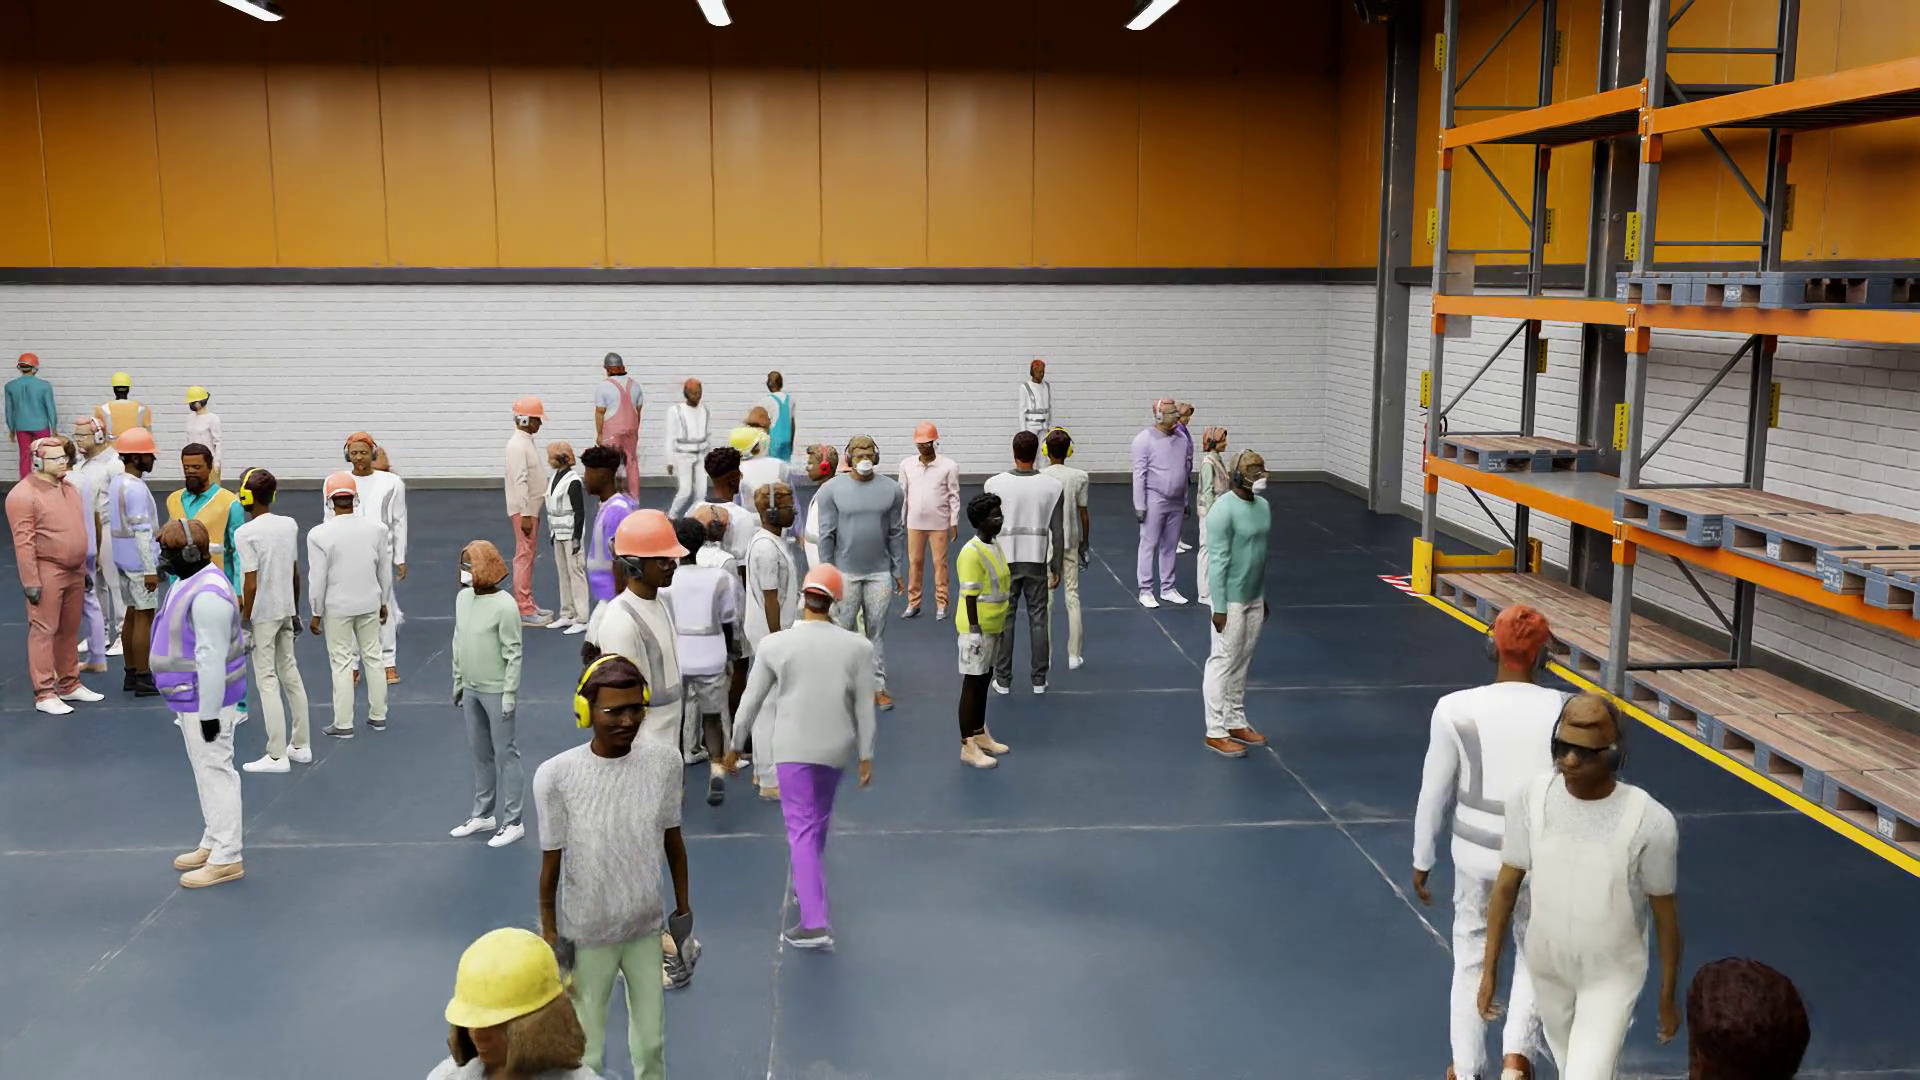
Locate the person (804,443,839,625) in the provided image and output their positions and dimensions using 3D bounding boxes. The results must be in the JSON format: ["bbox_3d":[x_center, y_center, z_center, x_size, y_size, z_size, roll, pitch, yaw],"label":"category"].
[{"bbox_3d":[-0.923,0.235,11.790,0.381,1.845,0.570,-2,9,-11],"label":"person"}]

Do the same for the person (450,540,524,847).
[{"bbox_3d":[-2.524,0.808,8.860,0.500,1.633,0.284,7,11,35],"label":"person"}]

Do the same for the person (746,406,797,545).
[{"bbox_3d":[-2.240,-0.690,18.409,0.503,1.588,0.858,8,12,43],"label":"person"}]

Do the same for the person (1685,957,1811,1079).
[{"bbox_3d":[1.346,1.642,2.923,0.612,1.868,1.006,1,9,4],"label":"person"}]

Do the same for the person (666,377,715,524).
[{"bbox_3d":[-3.116,-0.940,19.107,0.615,1.867,0.501,-9,12,-43],"label":"person"}]

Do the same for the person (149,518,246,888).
[{"bbox_3d":[-3.801,0.796,8.318,0.429,1.835,0.624,-6,11,-32],"label":"person"}]

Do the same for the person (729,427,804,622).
[{"bbox_3d":[-1.594,-0.055,13.823,0.729,1.782,0.441,-5,10,-27],"label":"person"}]

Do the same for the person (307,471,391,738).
[{"bbox_3d":[-4.018,0.420,10.935,0.331,1.745,0.572,8,12,40],"label":"person"}]

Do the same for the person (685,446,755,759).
[{"bbox_3d":[-1.464,0.389,10.447,0.602,1.967,0.366,8,12,41],"label":"person"}]

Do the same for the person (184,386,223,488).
[{"bbox_3d":[-8.725,-0.896,19.174,0.523,1.760,0.327,4,10,24],"label":"person"}]

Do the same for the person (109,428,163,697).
[{"bbox_3d":[-5.898,0.156,12.003,0.372,1.935,0.551,-8,12,-41],"label":"person"}]

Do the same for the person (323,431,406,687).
[{"bbox_3d":[-4.380,0.141,12.268,0.573,1.883,0.356,-3,10,-19],"label":"person"}]

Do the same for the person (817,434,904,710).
[{"bbox_3d":[-0.677,0.230,11.532,0.628,1.940,0.373,-3,10,-20],"label":"person"}]

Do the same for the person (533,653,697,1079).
[{"bbox_3d":[-1.084,1.266,5.283,0.510,1.863,0.326,-6,11,-32],"label":"person"}]

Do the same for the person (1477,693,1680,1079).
[{"bbox_3d":[1.878,1.335,5.082,0.535,1.786,0.975,8,12,43],"label":"person"}]

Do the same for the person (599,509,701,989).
[{"bbox_3d":[-1.323,0.879,7.132,0.378,2.044,0.608,0,9,2],"label":"person"}]

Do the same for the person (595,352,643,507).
[{"bbox_3d":[-4.500,-1.449,21.756,0.535,2.000,0.683,9,12,43],"label":"person"}]

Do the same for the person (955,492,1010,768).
[{"bbox_3d":[0.147,0.545,10.312,0.320,1.698,0.531,3,10,18],"label":"person"}]

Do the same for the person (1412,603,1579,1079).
[{"bbox_3d":[1.944,1.151,5.953,0.661,1.874,0.461,2,9,14],"label":"person"}]

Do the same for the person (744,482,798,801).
[{"bbox_3d":[-1.073,0.579,9.634,0.344,1.847,0.504,-2,9,-11],"label":"person"}]

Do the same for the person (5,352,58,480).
[{"bbox_3d":[-12.437,-1.517,22.326,0.622,1.992,0.396,-2,9,-10],"label":"person"}]

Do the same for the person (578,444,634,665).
[{"bbox_3d":[-2.244,0.351,10.737,0.494,1.943,0.642,-2,9,-12],"label":"person"}]

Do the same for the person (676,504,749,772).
[{"bbox_3d":[-1.533,0.597,10.174,0.522,1.636,0.311,7,12,38],"label":"person"}]

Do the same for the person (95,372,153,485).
[{"bbox_3d":[-9.590,-0.963,19.111,0.587,1.918,0.399,-6,11,-35],"label":"person"}]

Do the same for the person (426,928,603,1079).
[{"bbox_3d":[-0.905,1.616,3.578,0.490,1.705,0.894,4,10,24],"label":"person"}]

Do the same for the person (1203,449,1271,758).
[{"bbox_3d":[1.774,0.385,10.560,0.376,1.940,0.629,7,11,38],"label":"person"}]

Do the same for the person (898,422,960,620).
[{"bbox_3d":[-0.287,-0.166,14.596,0.575,1.749,0.335,2,9,14],"label":"person"}]

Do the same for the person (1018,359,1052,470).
[{"bbox_3d":[1.046,-1.541,22.853,0.586,1.879,0.358,-8,12,-42],"label":"person"}]

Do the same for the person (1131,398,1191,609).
[{"bbox_3d":[1.865,-0.342,15.208,0.651,1.913,0.410,-7,11,-35],"label":"person"}]

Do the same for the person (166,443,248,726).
[{"bbox_3d":[-5.028,0.302,11.137,0.596,1.919,0.374,3,9,18],"label":"person"}]

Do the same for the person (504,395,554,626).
[{"bbox_3d":[-3.738,-0.256,14.417,0.386,1.992,0.609,-2,9,-10],"label":"person"}]

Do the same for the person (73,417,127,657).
[{"bbox_3d":[-6.874,-0.029,13.261,0.641,1.908,0.407,4,10,23],"label":"person"}]

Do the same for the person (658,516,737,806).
[{"bbox_3d":[-1.505,0.705,9.336,0.542,1.679,0.558,-2,9,-15],"label":"person"}]

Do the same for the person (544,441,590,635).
[{"bbox_3d":[-3.325,-0.024,14.062,0.316,1.639,0.517,-7,11,-36],"label":"person"}]

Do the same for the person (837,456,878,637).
[{"bbox_3d":[-0.746,0.192,12.352,0.324,1.752,0.560,-1,9,-4],"label":"person"}]

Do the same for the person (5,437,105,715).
[{"bbox_3d":[-6.273,0.239,11.574,0.407,1.910,0.639,1,9,6],"label":"person"}]

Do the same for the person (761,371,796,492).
[{"bbox_3d":[-2.274,-1.198,20.852,0.508,1.835,0.369,-9,12,-43],"label":"person"}]

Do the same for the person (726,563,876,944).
[{"bbox_3d":[-0.713,0.966,7.709,0.658,1.688,0.881,-4,10,-22],"label":"person"}]

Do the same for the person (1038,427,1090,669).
[{"bbox_3d":[0.747,0.068,12.769,0.511,1.872,0.329,-1,9,-4],"label":"person"}]

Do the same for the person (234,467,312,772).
[{"bbox_3d":[-4.217,0.487,10.139,0.309,1.868,0.535,3,9,17],"label":"person"}]

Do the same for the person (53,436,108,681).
[{"bbox_3d":[-6.654,0.136,12.470,0.346,1.834,0.518,3,10,19],"label":"person"}]

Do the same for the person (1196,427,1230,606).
[{"bbox_3d":[2.322,-0.220,15.294,0.308,1.641,0.514,3,9,16],"label":"person"}]

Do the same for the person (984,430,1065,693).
[{"bbox_3d":[0.461,0.169,12.016,0.590,1.910,0.387,0,9,-2],"label":"person"}]
